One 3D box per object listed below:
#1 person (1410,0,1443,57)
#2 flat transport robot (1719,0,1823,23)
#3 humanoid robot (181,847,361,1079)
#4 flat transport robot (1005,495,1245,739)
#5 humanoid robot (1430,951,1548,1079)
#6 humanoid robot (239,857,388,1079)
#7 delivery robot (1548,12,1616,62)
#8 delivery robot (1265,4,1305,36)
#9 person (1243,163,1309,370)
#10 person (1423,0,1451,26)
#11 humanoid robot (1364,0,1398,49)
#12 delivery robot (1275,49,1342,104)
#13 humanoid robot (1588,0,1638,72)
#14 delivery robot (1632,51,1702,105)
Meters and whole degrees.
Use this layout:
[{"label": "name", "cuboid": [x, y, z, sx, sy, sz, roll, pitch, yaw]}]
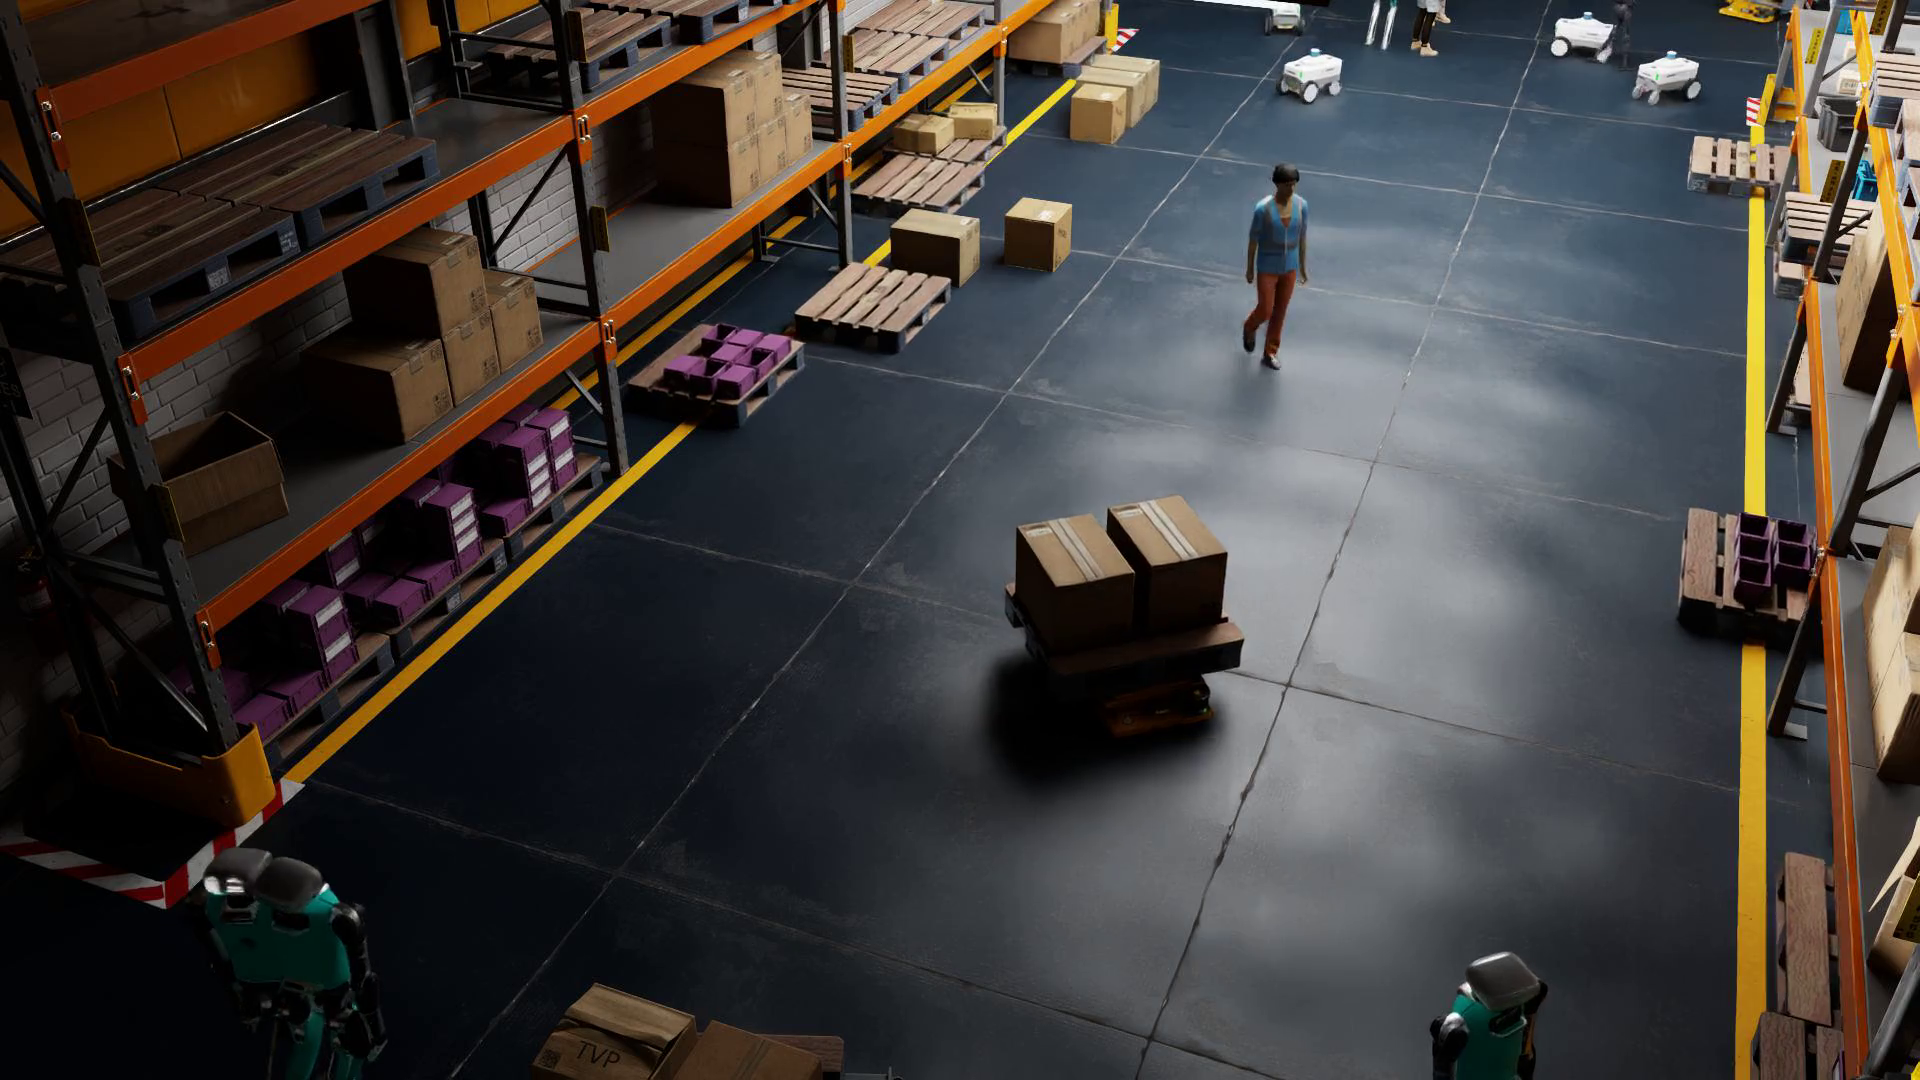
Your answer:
[{"label": "person", "cuboid": [6.015, -7.033, 21.165, 0.320, 1.693, 0.533, -6, 33, -9]}, {"label": "flat transport robot", "cuboid": [11.244, -7.464, 23.144, 1.431, 0.231, 0.659, -25, 40, -33]}, {"label": "humanoid robot", "cuboid": [-2.882, 1.885, 7.308, 0.535, 1.760, 0.760, -1, 33, -1]}, {"label": "flat transport robot", "cuboid": [1.005, 0.707, 10.497, 0.659, 0.231, 1.431, -10, 34, -15]}, {"label": "humanoid robot", "cuboid": [2.168, 2.494, 6.458, 0.546, 1.859, 0.836, -18, 37, -26]}, {"label": "humanoid robot", "cuboid": [-2.734, 2.193, 6.881, 0.538, 1.815, 0.880, 8, 34, 12]}, {"label": "delivery robot", "cuboid": [7.977, -6.455, 21.332, 0.811, 0.610, 0.499, 16, 36, 23]}, {"label": "delivery robot", "cuboid": [4.351, -7.078, 22.301, 0.499, 0.614, 0.815, 2, 33, 3]}, {"label": "person", "cuboid": [2.621, -2.263, 13.727, 0.502, 1.752, 0.442, -8, 34, -12]}, {"label": "person", "cuboid": [6.516, -7.831, 22.320, 0.460, 1.778, 0.307, -17, 37, -24]}, {"label": "humanoid robot", "cuboid": [5.502, -7.255, 21.405, 0.530, 1.735, 0.687, 14, 35, 21]}, {"label": "delivery robot", "cuboid": [4.213, -5.574, 19.970, 0.816, 0.612, 0.499, -20, 38, -27]}, {"label": "humanoid robot", "cuboid": [8.273, -6.687, 20.671, 0.594, 1.647, 0.605, 9, 34, 14]}, {"label": "delivery robot", "cuboid": [8.470, -5.544, 19.900, 0.765, 0.585, 0.499, -15, 36, -22]}]
